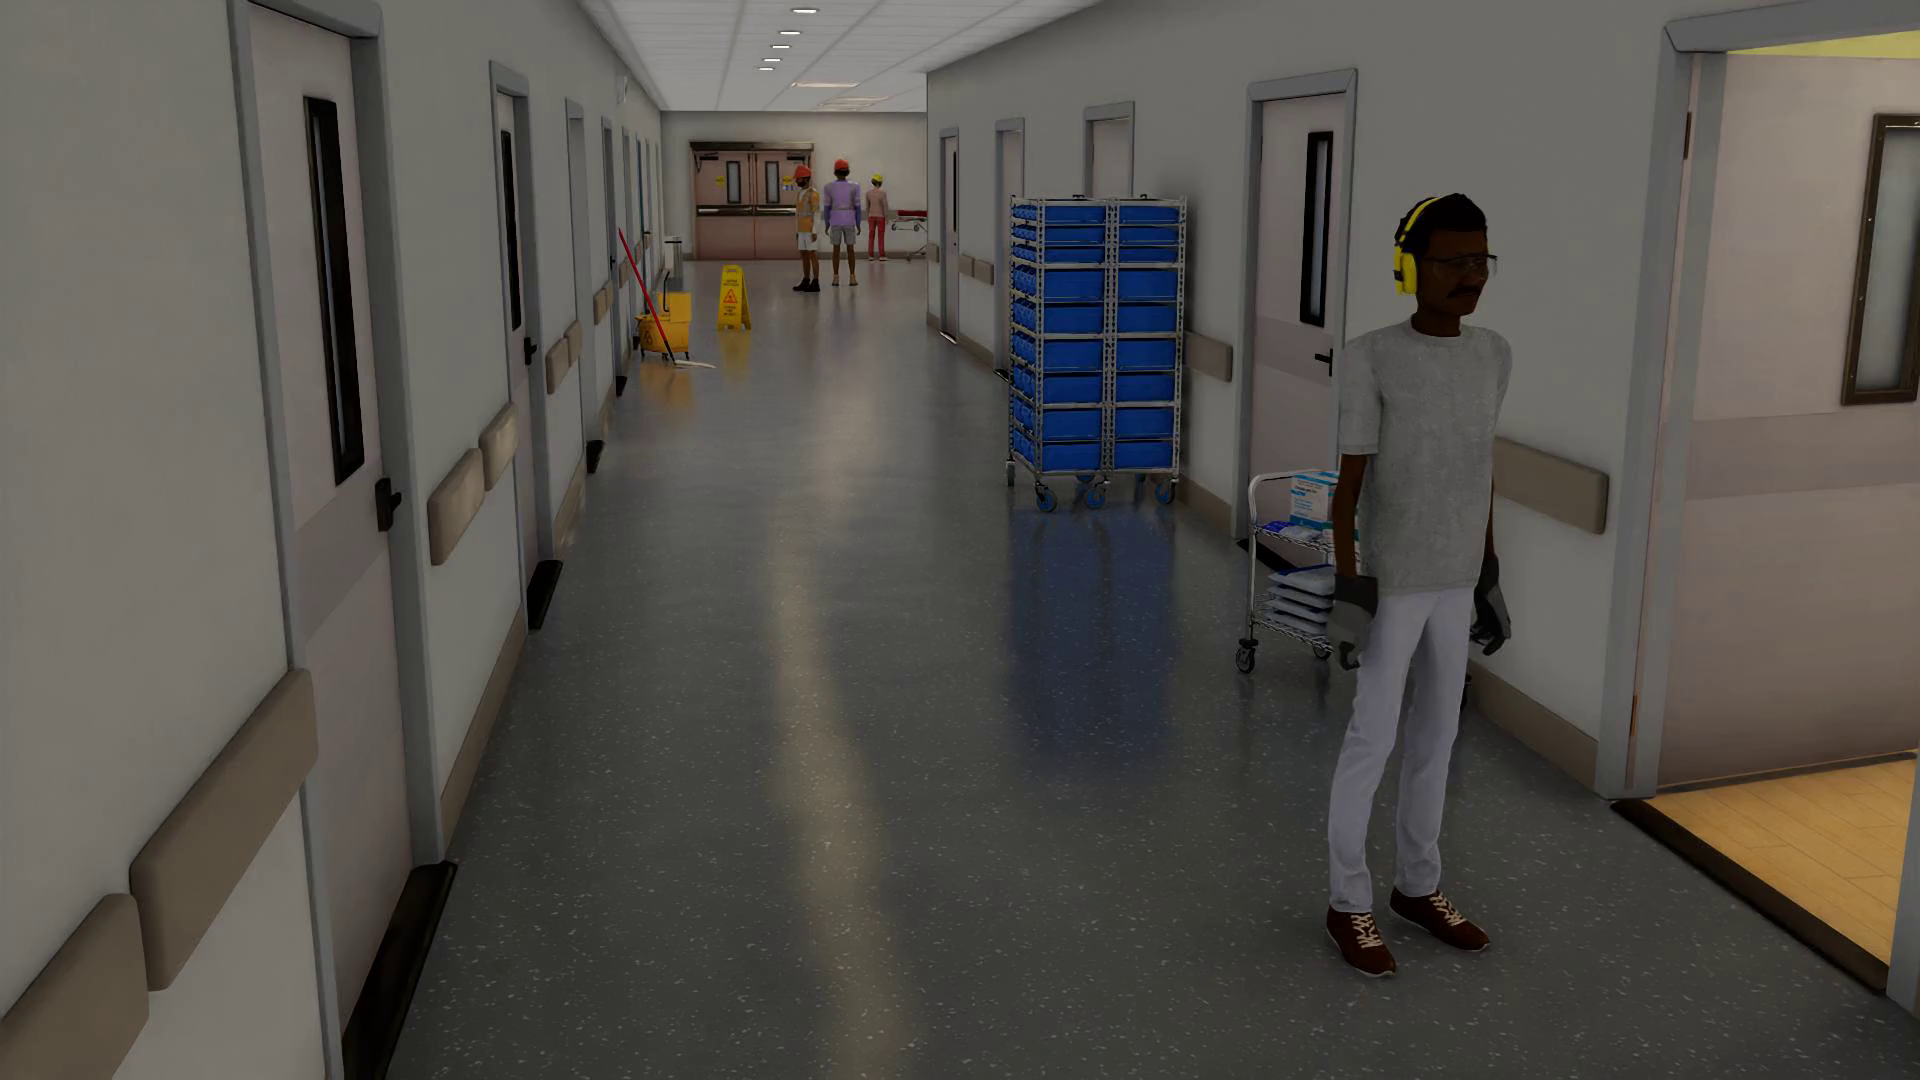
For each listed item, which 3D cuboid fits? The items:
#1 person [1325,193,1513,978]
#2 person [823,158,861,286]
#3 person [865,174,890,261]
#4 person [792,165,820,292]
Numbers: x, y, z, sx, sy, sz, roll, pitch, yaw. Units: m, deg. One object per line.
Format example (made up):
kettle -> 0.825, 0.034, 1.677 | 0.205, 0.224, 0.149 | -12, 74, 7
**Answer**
person -> 1.119, 0.117, 4.014 | 0.532, 1.871, 0.321 | -6, 14, -26
person -> -1.905, -5.149, 27.003 | 0.608, 2.048, 0.363 | -1, 13, -3
person -> -1.691, -6.600, 34.079 | 0.525, 1.769, 0.310 | 7, 14, 28
person -> -2.391, -4.813, 25.760 | 0.374, 1.934, 0.549 | -9, 16, -35
